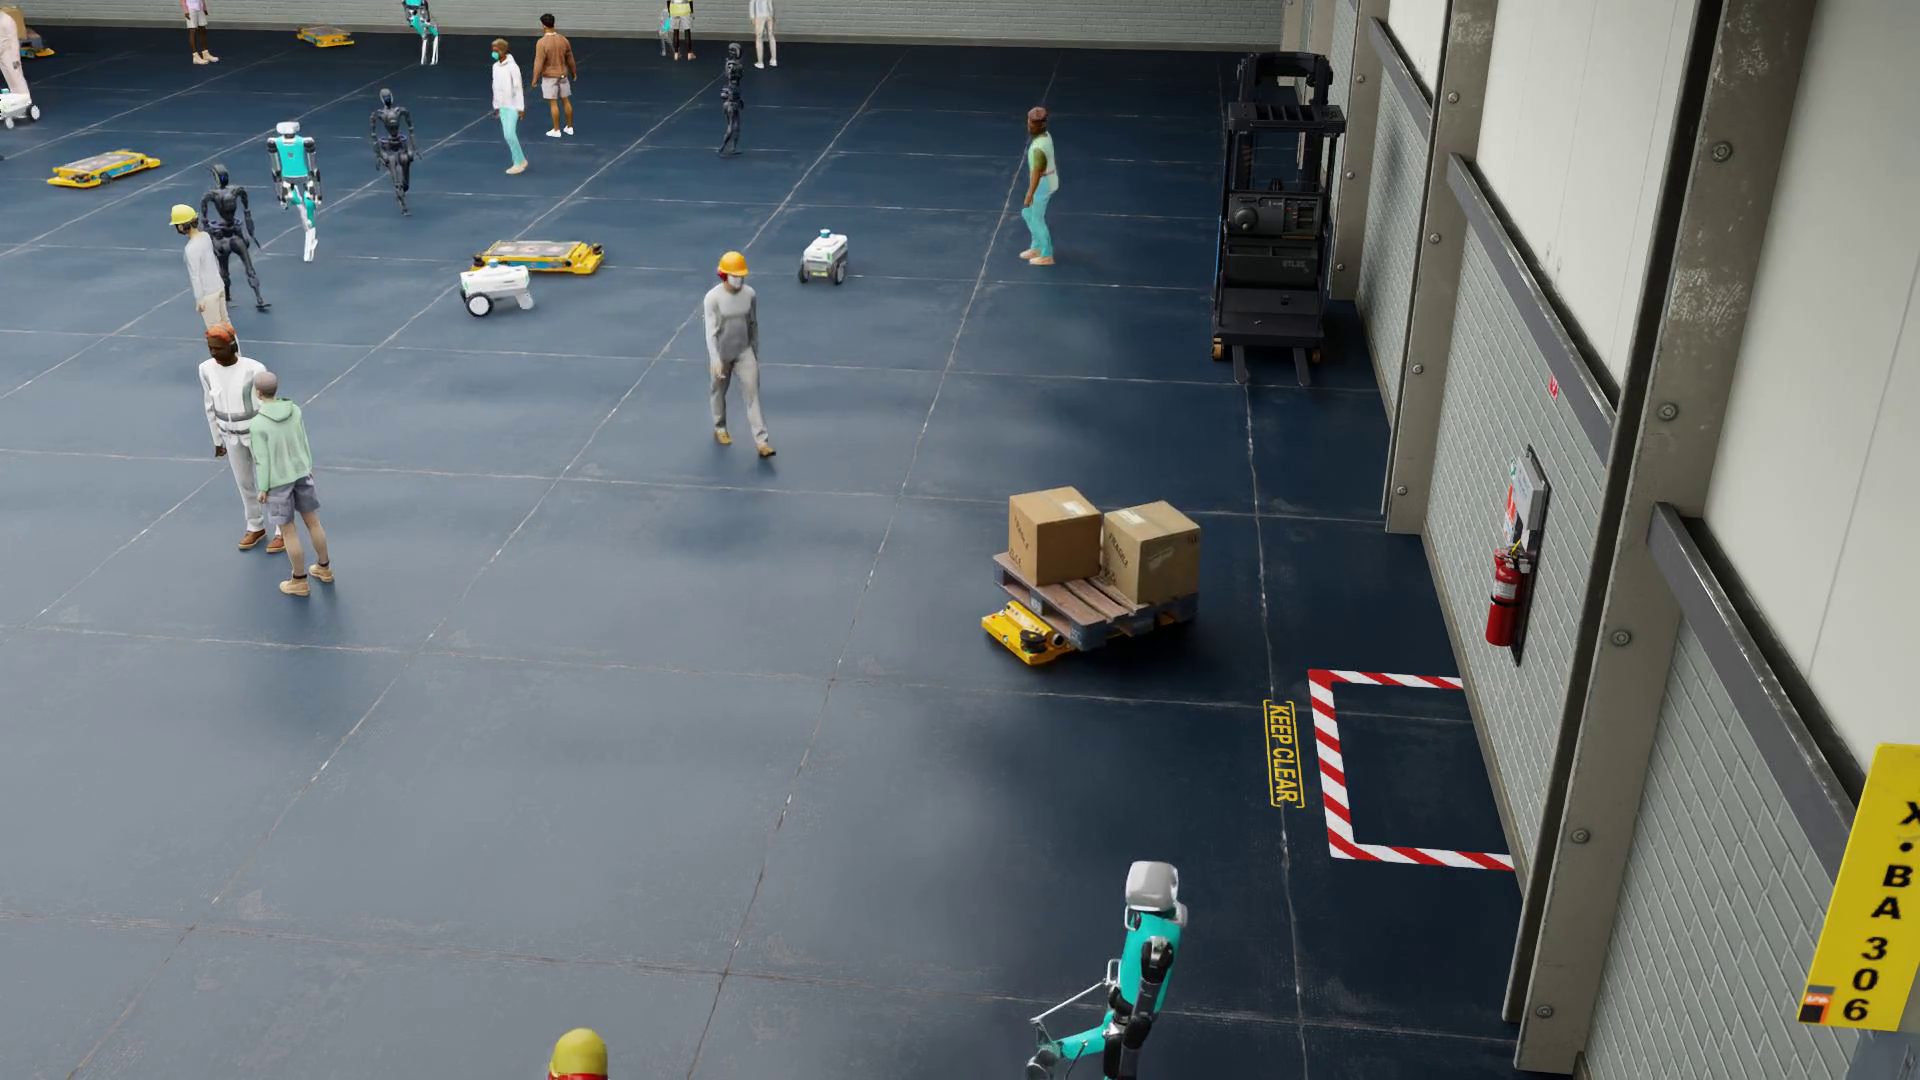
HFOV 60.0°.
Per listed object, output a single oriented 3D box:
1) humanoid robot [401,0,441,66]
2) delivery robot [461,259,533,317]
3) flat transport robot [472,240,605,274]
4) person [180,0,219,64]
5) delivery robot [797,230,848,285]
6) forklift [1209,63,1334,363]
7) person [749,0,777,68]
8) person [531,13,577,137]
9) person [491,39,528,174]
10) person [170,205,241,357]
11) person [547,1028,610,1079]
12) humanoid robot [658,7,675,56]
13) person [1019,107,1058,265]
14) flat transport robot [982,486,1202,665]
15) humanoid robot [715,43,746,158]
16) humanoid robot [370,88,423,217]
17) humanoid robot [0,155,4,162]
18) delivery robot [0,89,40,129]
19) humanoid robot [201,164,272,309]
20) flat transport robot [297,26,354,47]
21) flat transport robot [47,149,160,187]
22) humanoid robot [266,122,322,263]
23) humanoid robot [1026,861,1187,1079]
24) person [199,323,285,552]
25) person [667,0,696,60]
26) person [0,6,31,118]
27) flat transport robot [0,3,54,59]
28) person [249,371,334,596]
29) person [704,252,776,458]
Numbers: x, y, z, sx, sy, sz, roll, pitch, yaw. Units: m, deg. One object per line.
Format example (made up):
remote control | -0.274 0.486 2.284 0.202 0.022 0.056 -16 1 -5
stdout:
humanoid robot | -9.957 -9.687 30.868 0.530 1.809 0.695 9 28 17
delivery robot | -5.149 -2.820 18.424 0.756 0.571 0.499 -10 28 -20
flat transport robot | -5.036 -3.371 19.868 1.431 0.231 0.659 1 27 3
person | -14.240 -9.923 30.984 0.401 2.035 0.604 7 27 13
delivery robot | -1.572 -3.310 19.429 0.499 0.596 0.775 6 27 12
forklift | 3.241 -3.477 17.183 1.129 2.768 1.873 3 27 6
person | -3.618 -9.645 30.611 0.534 1.874 0.435 -12 29 -22
person | -6.247 -7.181 25.703 0.397 1.855 0.776 24 35 39
person | -6.414 -6.113 23.523 0.513 1.896 0.456 19 32 33
person | -7.429 -2.438 16.356 0.369 1.752 0.520 -1 27 -3
person | -1.372 2.664 6.211 0.374 1.725 0.722 7 27 13
humanoid robot | -5.565 -10.078 31.676 0.815 1.815 0.539 -4 27 -8
person | 0.919 -4.154 19.574 0.498 1.931 0.593 0 27 -1
flat transport robot | 0.935 0.521 12.099 1.431 0.231 0.659 -15 30 -27
humanoid robot | -3.395 -6.488 24.527 0.458 1.646 0.606 3 27 6
humanoid robot | -7.417 -5.117 21.850 0.609 1.652 0.760 -16 31 -29
humanoid robot | -14.270 -6.181 23.964 0.610 1.624 0.785 1 27 2
delivery robot | -15.206 -6.926 26.642 0.499 0.591 0.781 3 27 6
humanoid robot | -7.977 -3.310 18.209 0.759 1.620 0.599 21 33 35
flat transport robot | -12.671 -10.042 33.186 0.659 0.231 1.431 -19 32 -33
flat transport robot | -12.202 -5.294 23.707 0.659 0.231 1.431 9 28 17
humanoid robot | -7.841 -4.165 19.854 0.547 1.740 1.062 -4 27 -8
humanoid robot | 0.553 2.175 7.240 0.770 1.853 0.539 3 27 6
person | -5.559 -0.795 12.940 0.564 1.878 0.352 4 27 8
person | -5.264 -9.923 31.352 0.539 1.695 0.317 4 27 8
person | -15.436 -7.810 26.912 0.636 1.901 0.407 19 32 34
flat transport robot | -18.142 -9.313 31.730 1.431 0.231 0.659 -17 31 -31
person | -4.982 -0.420 12.331 0.316 1.741 0.483 14 30 26
person | -1.964 -1.616 14.604 0.554 1.839 1.004 -14 30 -25
